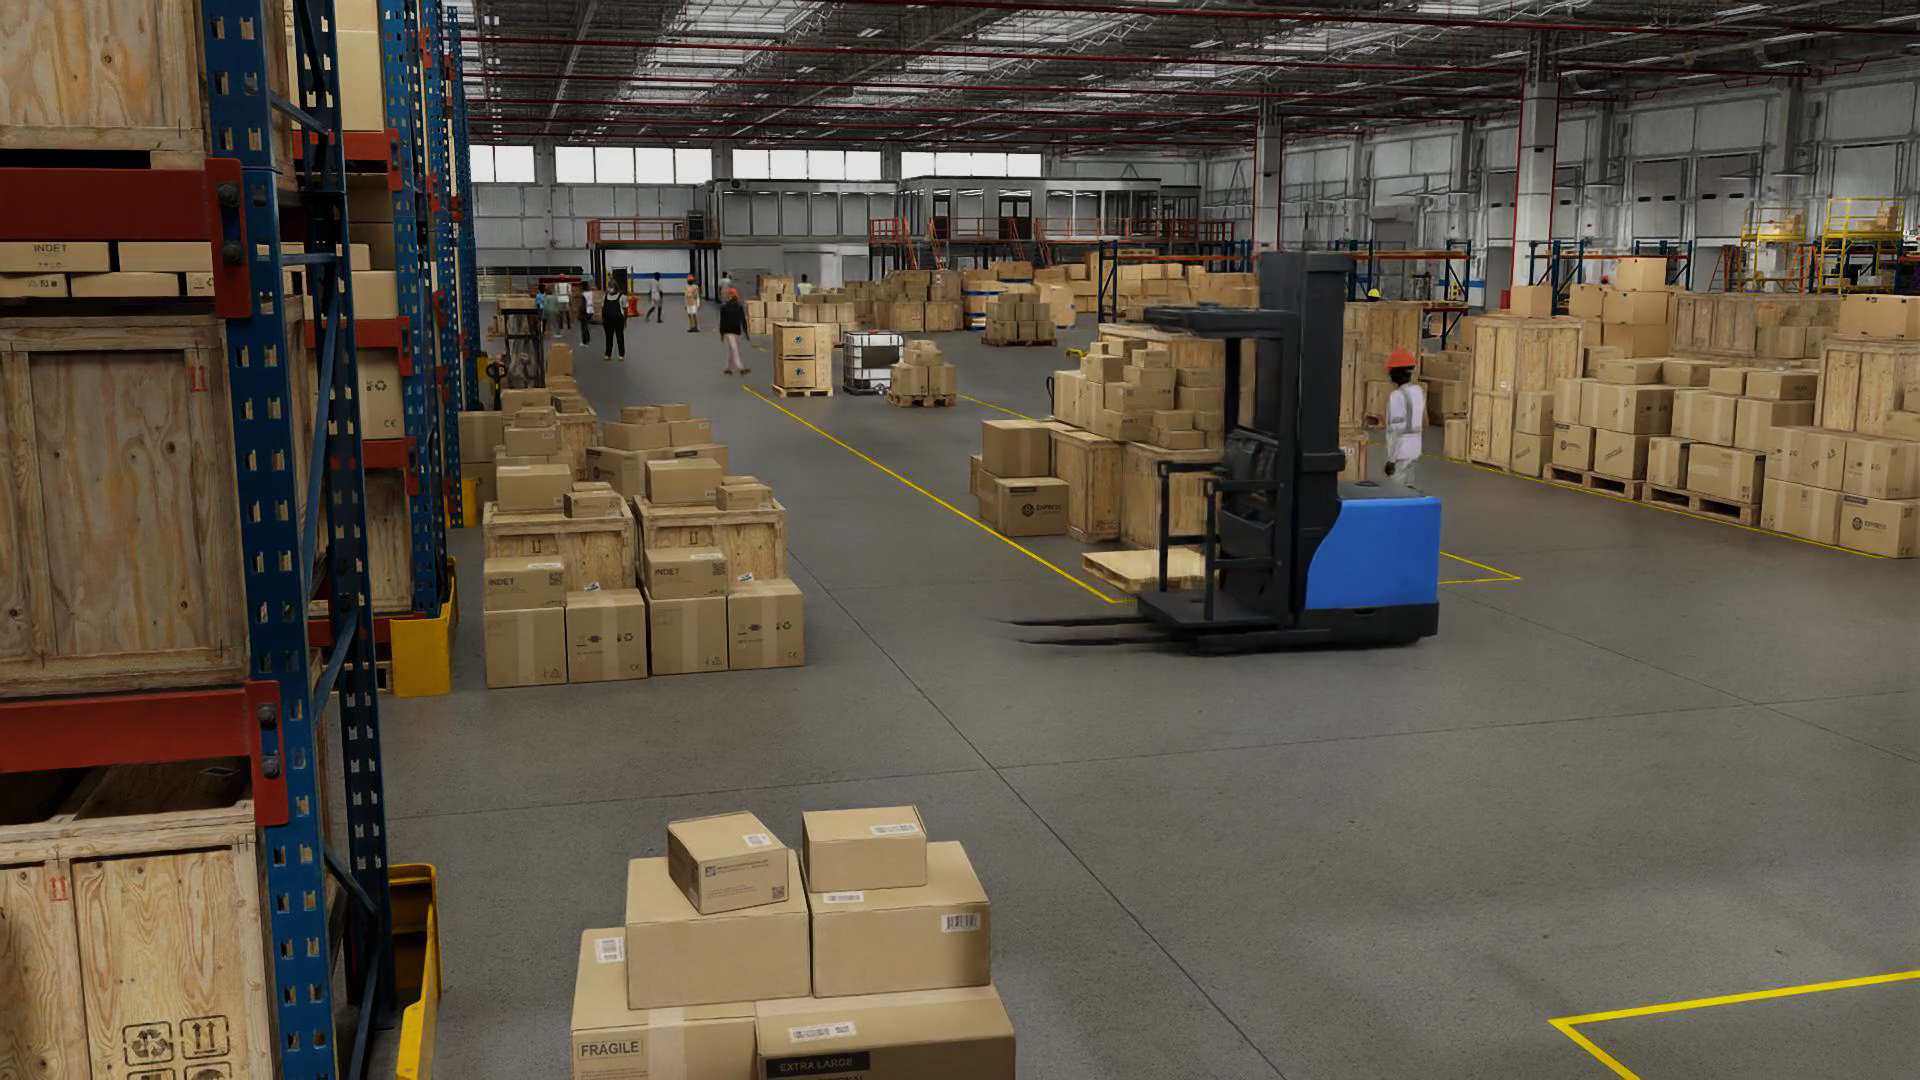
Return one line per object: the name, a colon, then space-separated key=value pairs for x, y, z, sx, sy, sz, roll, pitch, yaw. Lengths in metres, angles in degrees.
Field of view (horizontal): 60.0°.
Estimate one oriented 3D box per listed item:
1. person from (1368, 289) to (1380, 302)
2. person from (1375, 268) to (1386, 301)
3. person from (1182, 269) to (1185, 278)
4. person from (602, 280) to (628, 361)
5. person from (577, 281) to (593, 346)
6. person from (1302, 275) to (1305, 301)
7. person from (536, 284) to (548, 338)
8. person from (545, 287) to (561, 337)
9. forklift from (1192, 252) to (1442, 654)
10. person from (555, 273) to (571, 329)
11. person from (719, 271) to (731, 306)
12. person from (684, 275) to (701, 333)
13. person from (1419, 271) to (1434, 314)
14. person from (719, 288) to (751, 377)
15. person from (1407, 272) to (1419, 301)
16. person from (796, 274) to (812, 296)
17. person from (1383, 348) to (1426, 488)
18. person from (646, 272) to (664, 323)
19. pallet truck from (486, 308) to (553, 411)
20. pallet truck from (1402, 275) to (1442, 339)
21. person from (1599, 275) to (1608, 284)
person: x=9.244 y=-4.687 z=37.455 sx=0.408 sy=1.918 sz=0.584 roll=3 pitch=11 yaw=18
person: x=19.682 y=-11.838 z=78.018 sx=1.035 sy=1.896 sz=0.625 roll=5 pitch=11 yaw=28
person: x=10.016 y=-11.339 z=75.435 sx=0.591 sy=1.872 sz=0.940 roll=-10 pitch=14 yaw=-44
person: x=-8.712 y=-5.528 z=41.851 sx=0.674 sy=2.000 sz=0.536 roll=1 pitch=10 yaw=8
person: x=-10.851 y=-6.538 z=48.021 sx=0.521 sy=1.885 sz=0.678 roll=1 pitch=10 yaw=8
person: x=12.922 y=-9.013 z=62.172 sx=0.447 sy=1.832 sz=0.651 roll=-9 pitch=13 yaw=-41
person: x=-13.167 y=-7.225 z=52.465 sx=0.319 sy=1.690 sz=0.535 roll=4 pitch=11 yaw=20
person: x=-12.991 y=-7.196 z=52.586 sx=0.852 sy=1.582 sz=0.505 roll=2 pitch=10 yaw=11
forklift: x=2.462 y=-0.689 z=12.077 sx=1.873 sy=2.768 sz=1.129 roll=-2 pitch=10 yaw=-12
person: x=-13.791 y=-8.299 z=57.833 sx=0.549 sy=1.936 sz=0.377 roll=-3 pitch=10 yaw=-16
person: x=-9.470 y=-9.886 z=67.013 sx=0.536 sy=1.869 sz=0.312 roll=-4 pitch=11 yaw=-22
person: x=-8.909 y=-7.867 z=55.538 sx=0.672 sy=1.897 sz=0.321 roll=7 pitch=12 yaw=36
person: x=19.635 y=-10.405 z=70.094 sx=0.629 sy=1.821 sz=0.570 roll=0 pitch=10 yaw=2
person: x=-4.949 y=-4.576 z=36.740 sx=1.032 sy=1.935 sz=0.610 roll=8 pitch=13 yaw=40
person: x=20.732 y=-11.407 z=76.049 sx=0.488 sy=1.713 sz=0.532 roll=-9 pitch=13 yaw=-41
person: x=-5.475 y=-8.417 z=58.611 sx=0.609 sy=1.898 sz=0.548 roll=-6 pitch=12 yaw=-31
person: x=4.088 y=-0.815 z=15.467 sx=0.378 sy=1.932 sz=0.551 roll=7 pitch=12 yaw=36
person: x=-11.387 y=-9.035 z=62.014 sx=0.630 sy=1.943 sz=0.682 roll=6 pitch=12 yaw=31
pallet truck: x=-6.242 y=-2.418 z=24.362 sx=0.823 sy=1.965 sz=1.885 roll=1 pitch=10 yaw=3
pallet truck: x=14.620 y=-7.324 z=52.145 sx=0.823 sy=1.965 sz=1.885 roll=8 pitch=13 yaw=40
person: x=21.947 y=-8.058 z=56.560 sx=0.492 sy=1.907 sz=0.575 roll=7 pitch=12 yaw=33
